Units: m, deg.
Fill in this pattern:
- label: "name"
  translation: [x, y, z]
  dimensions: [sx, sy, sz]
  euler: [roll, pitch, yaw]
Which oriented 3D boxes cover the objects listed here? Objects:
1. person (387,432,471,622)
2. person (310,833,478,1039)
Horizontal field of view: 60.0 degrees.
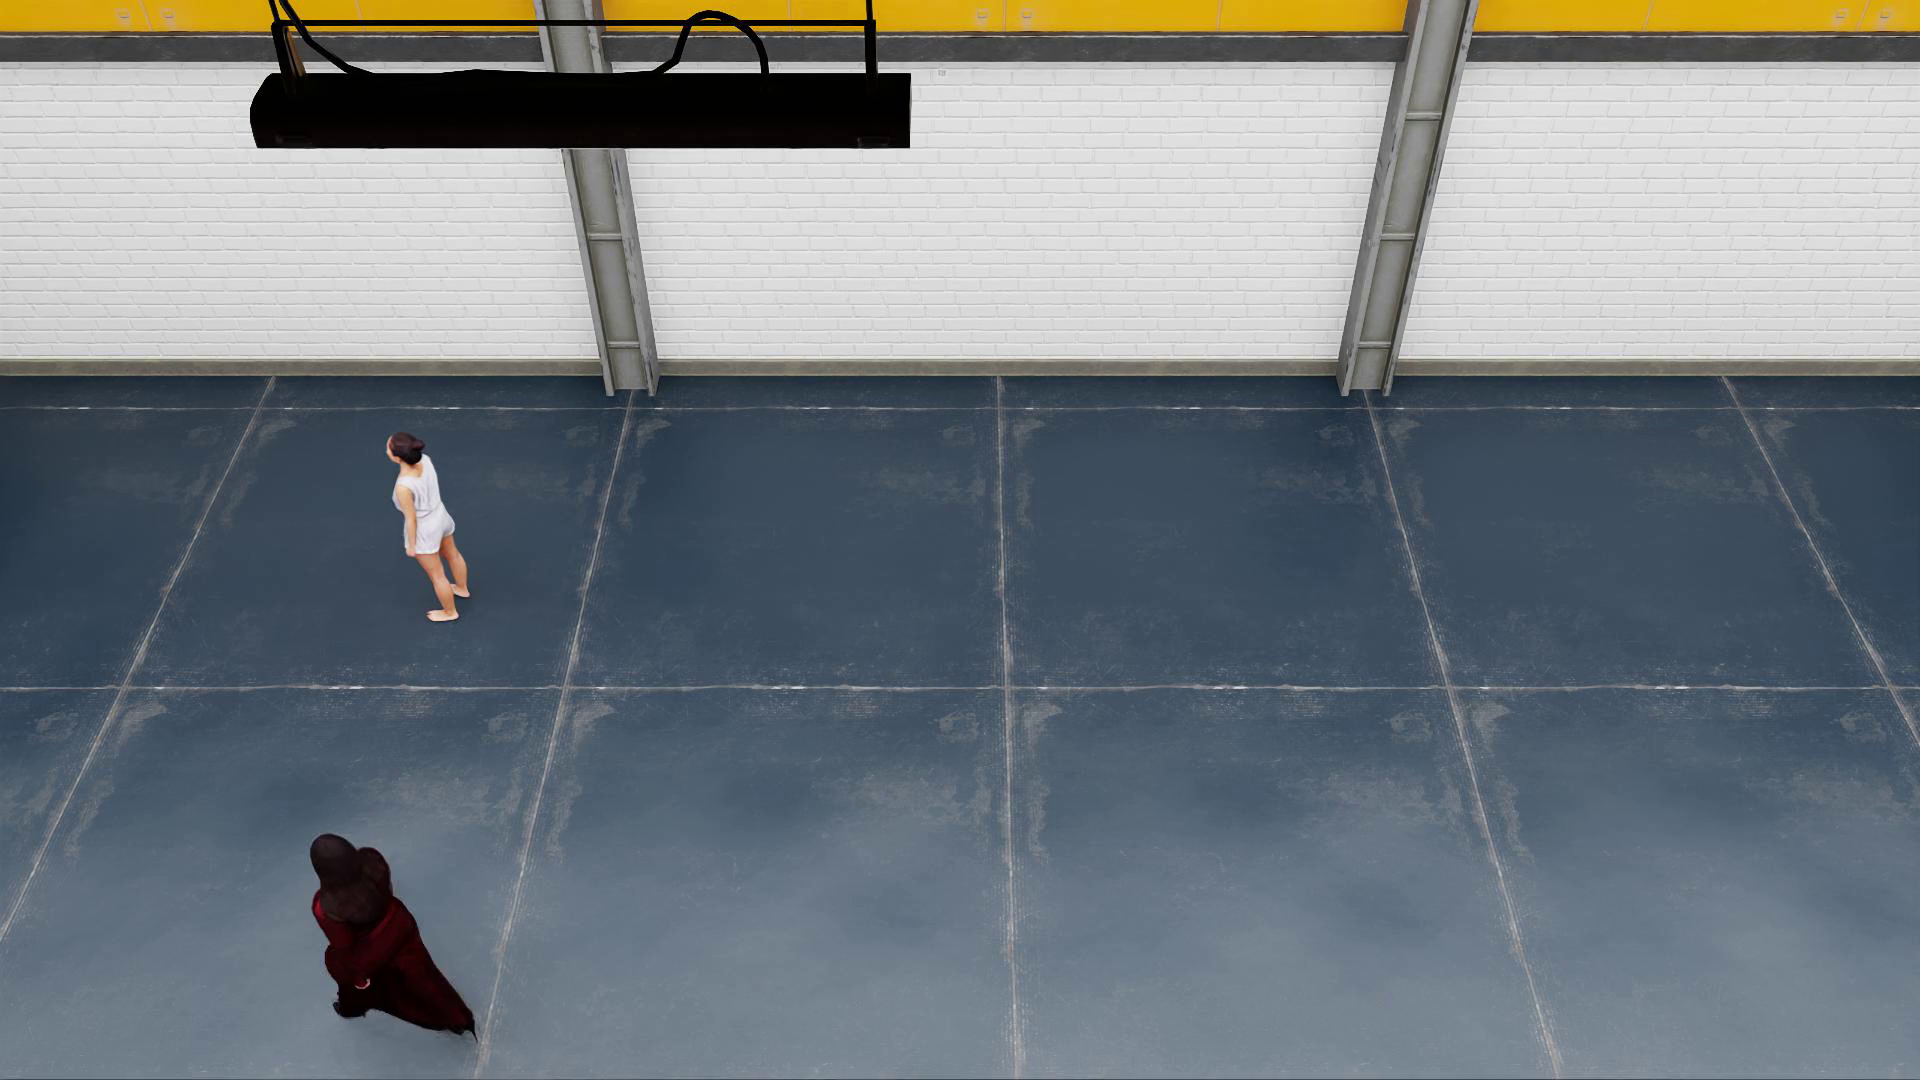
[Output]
- label: "person"
  translation: [-3.610, -0.103, 11.283]
  dimensions: [0.614, 1.601, 0.614]
  euler: [9, 44, 9]
- label: "person"
  translation: [-3.020, 2.166, 8.825]
  dimensions: [1.226, 1.708, 0.951]
  euler: [15, 46, 16]
